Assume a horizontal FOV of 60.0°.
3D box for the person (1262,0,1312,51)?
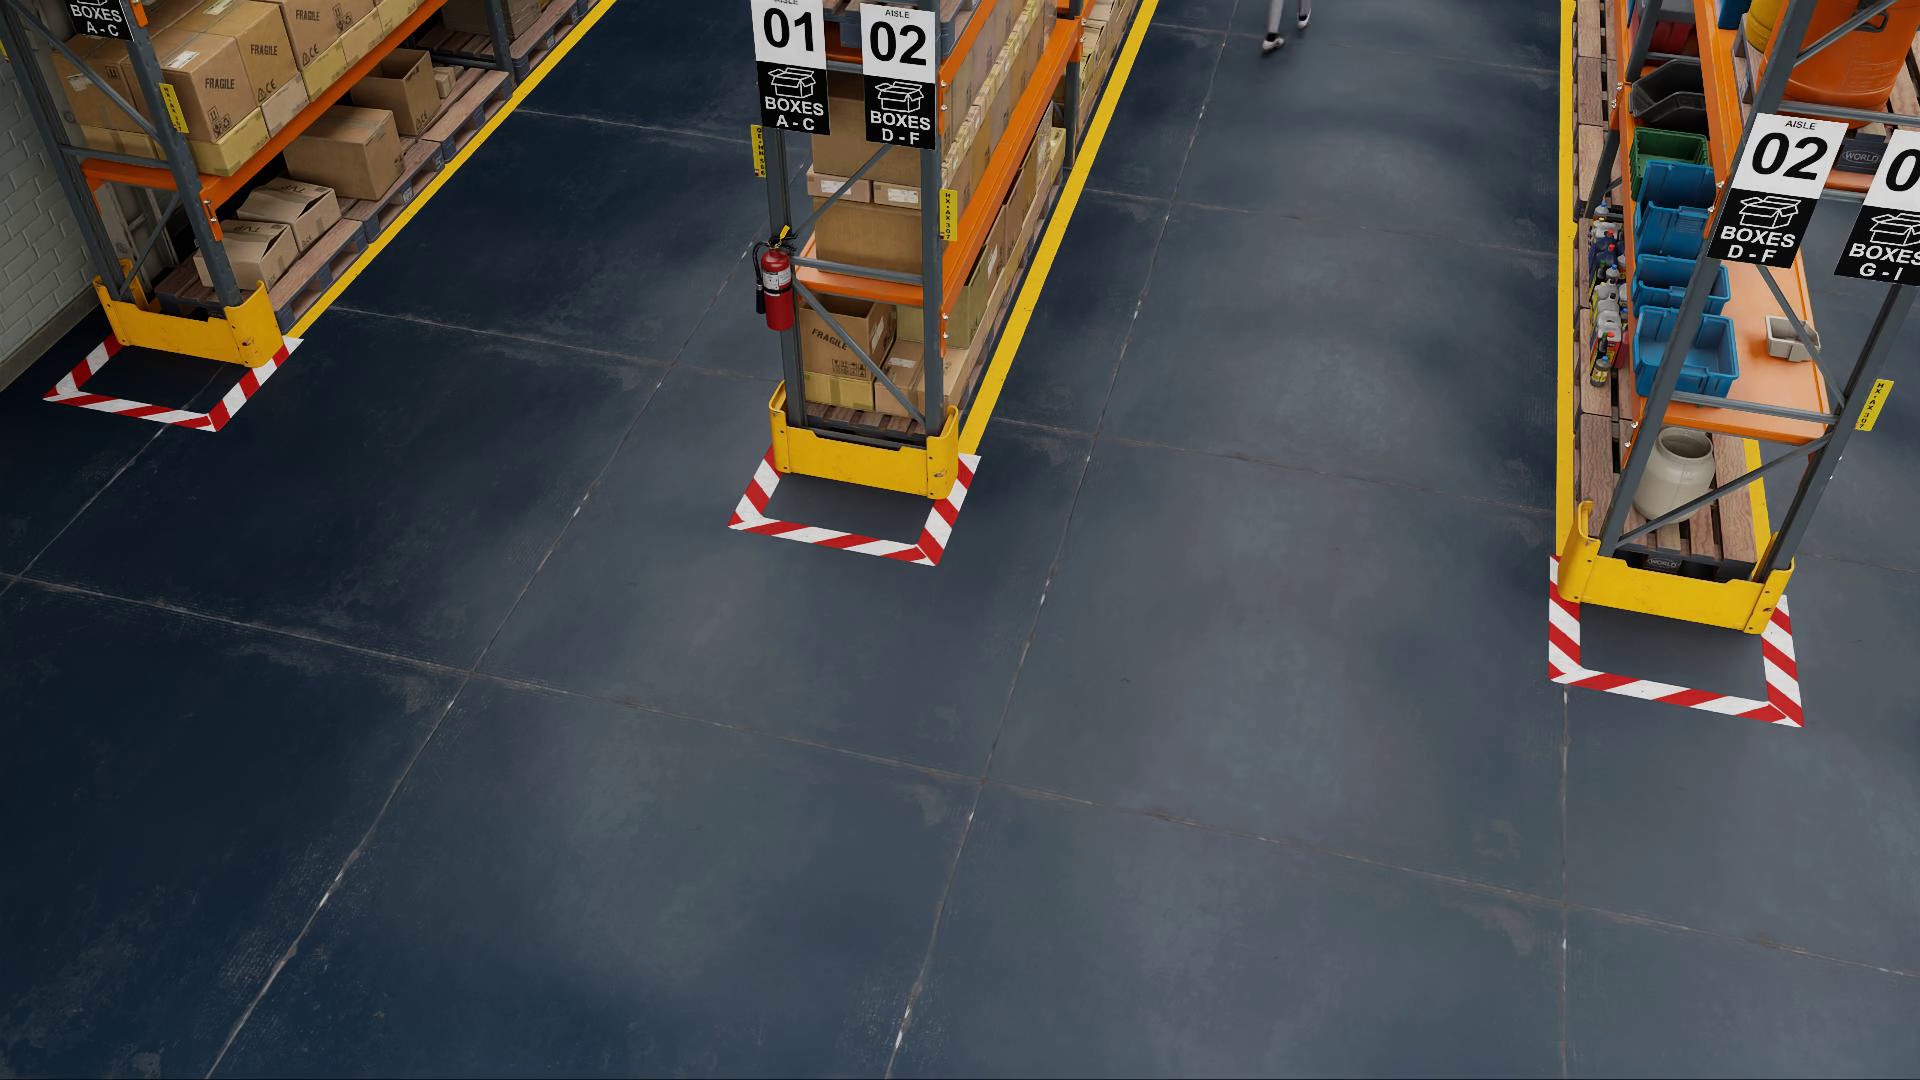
[{"bbox_3d":[2.901,-5.185,14.395,0.906,1.912,1.202,25,48,24],"label":"person"}]
